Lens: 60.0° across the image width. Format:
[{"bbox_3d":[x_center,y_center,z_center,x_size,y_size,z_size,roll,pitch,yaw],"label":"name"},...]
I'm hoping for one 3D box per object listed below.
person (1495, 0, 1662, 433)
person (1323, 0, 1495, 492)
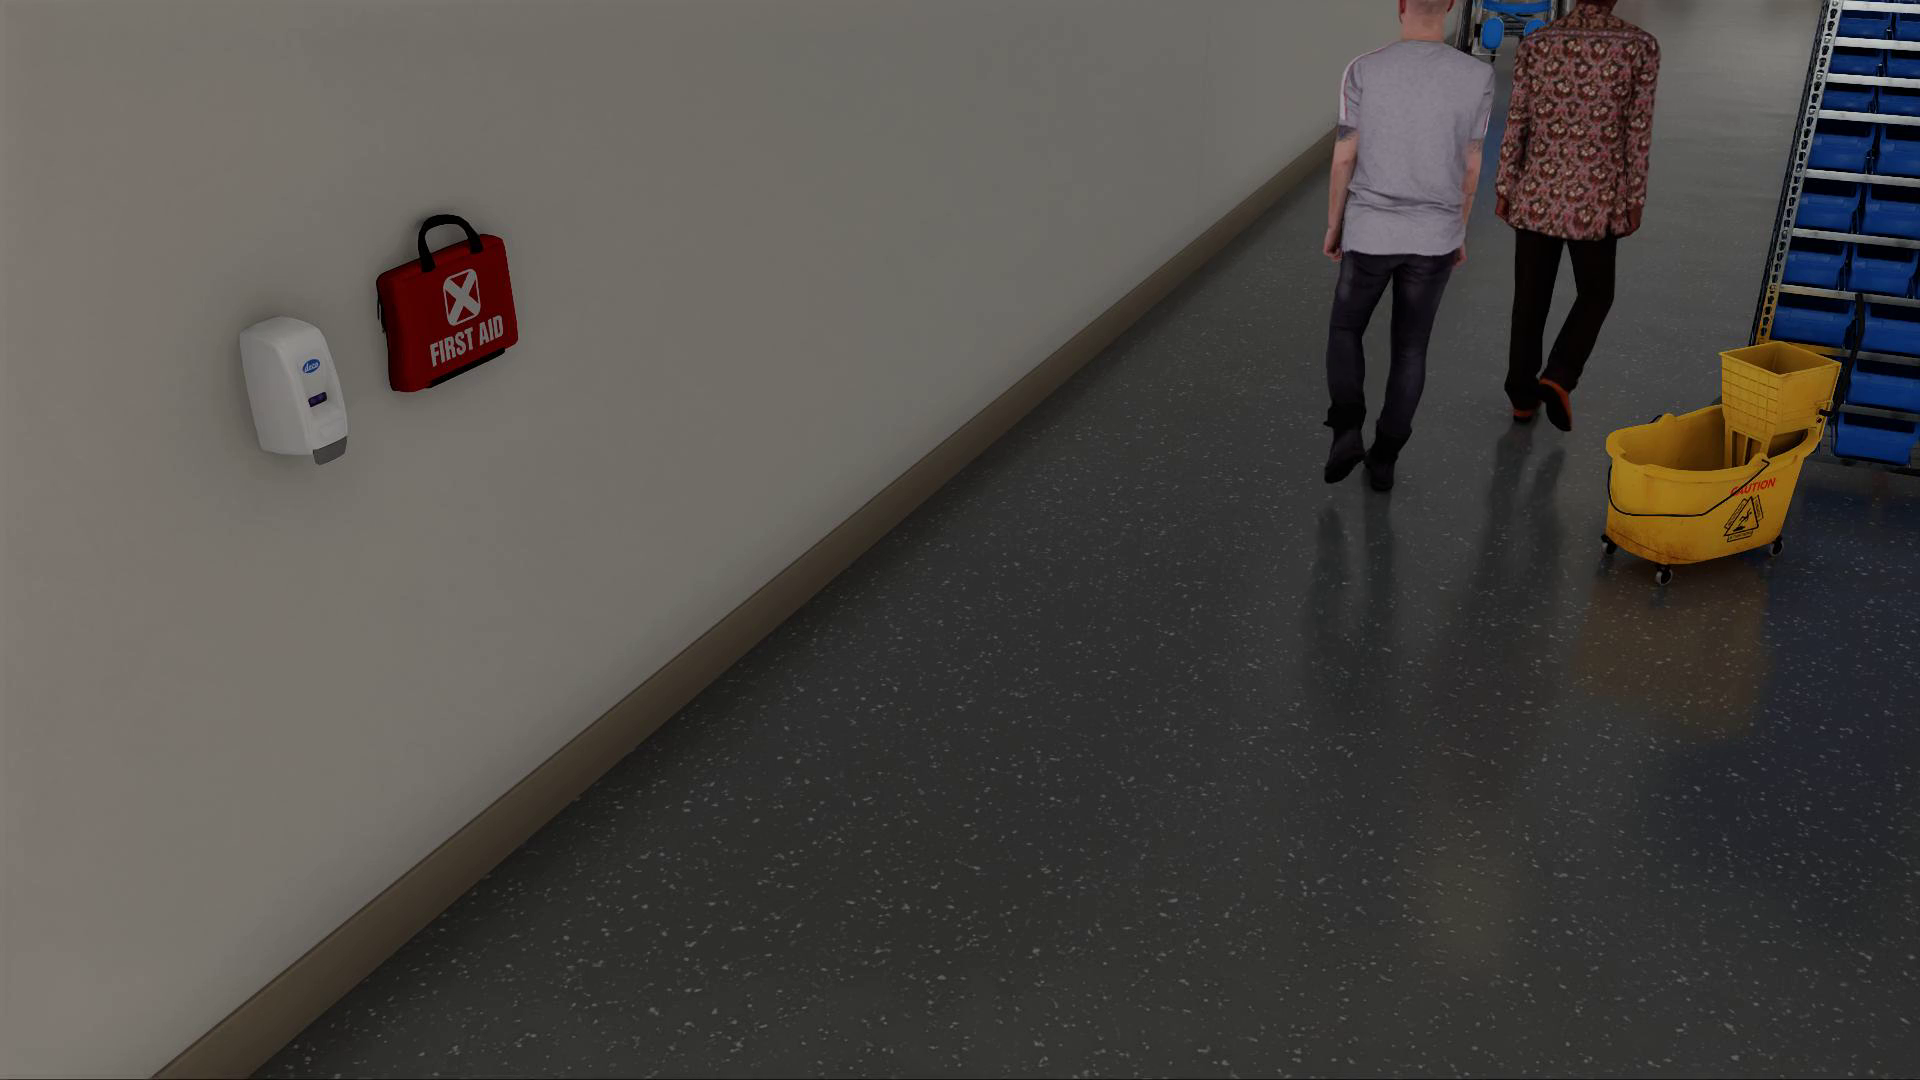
[{"bbox_3d":[2.252,-1.248,6.181,0.775,1.795,0.792,14,29,27],"label":"person"},{"bbox_3d":[1.490,-0.983,5.604,0.832,1.819,0.832,4,26,8],"label":"person"}]
